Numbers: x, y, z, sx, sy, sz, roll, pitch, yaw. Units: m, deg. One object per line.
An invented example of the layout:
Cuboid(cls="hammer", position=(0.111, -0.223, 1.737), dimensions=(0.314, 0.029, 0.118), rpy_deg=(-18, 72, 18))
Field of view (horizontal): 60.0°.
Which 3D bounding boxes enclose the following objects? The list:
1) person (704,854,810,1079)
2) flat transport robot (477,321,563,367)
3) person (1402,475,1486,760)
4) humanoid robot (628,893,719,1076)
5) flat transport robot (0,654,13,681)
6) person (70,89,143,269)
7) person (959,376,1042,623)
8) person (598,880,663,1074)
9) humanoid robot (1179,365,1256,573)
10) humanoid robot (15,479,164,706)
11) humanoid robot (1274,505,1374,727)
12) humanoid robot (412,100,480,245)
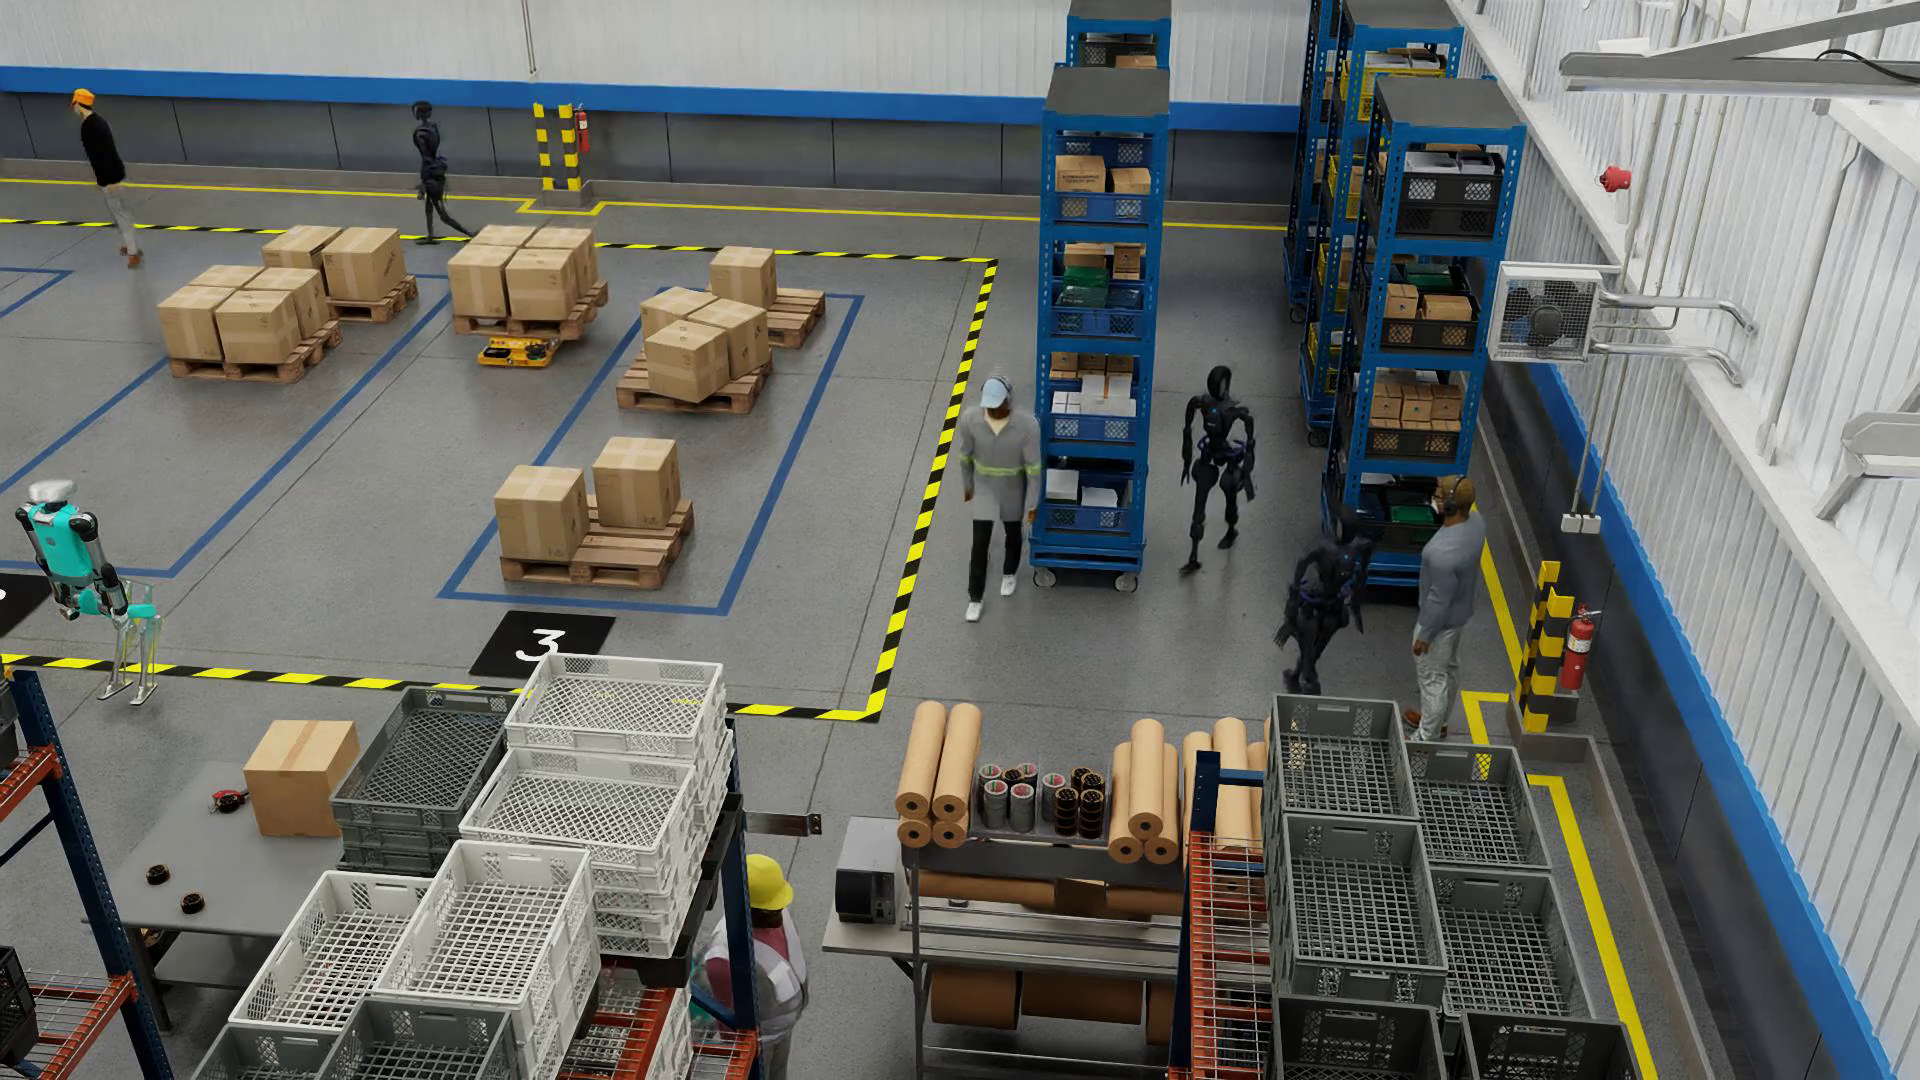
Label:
Cuboid(cls="person", position=(-0.873, 2.127, 7.466), dimensions=(0.404, 1.829, 0.599), rpy_deg=(11, 32, 18))
Cuboid(cls="flat transport robot", position=(-4.143, -2.070, 16.201), dimensions=(0.652, 0.197, 1.431), rpy_deg=(3, 30, 6))
Cuboid(cls="person", position=(2.946, 0.473, 10.202), dimensions=(0.369, 1.938, 0.628), rpy_deg=(18, 35, 29))
Cuboid(cls="humanoid robot", position=(-1.357, 1.937, 7.866), dimensions=(0.638, 1.778, 0.530), rpy_deg=(-19, 35, -30))
Cuboid(cls="flat transport robot", position=(-7.142, 0.969, 11.010), dimensions=(1.431, 0.231, 0.659), rpy_deg=(3, 30, 6))
Cuboid(cls="person", position=(-9.086, -3.833, 17.711), dimensions=(0.380, 1.843, 0.743), rpy_deg=(-11, 32, -18))
Cuboid(cls="person", position=(0.267, -0.303, 11.657), dimensions=(0.606, 1.813, 0.872), rpy_deg=(5, 31, 9))
Cuboid(cls="person", position=(-1.524, 1.893, 7.750), dimensions=(0.436, 1.943, 0.628), rpy_deg=(-25, 39, -36))
Cuboid(cls="humanoid robot", position=(1.926, -0.552, 12.273), dimensions=(0.590, 1.625, 0.792), rpy_deg=(16, 34, 26))
Cuboid(cls="humanoid robot", position=(-5.441, 0.258, 10.634), dimensions=(0.533, 1.681, 0.735), rpy_deg=(8, 31, 14))
Cuboid(cls="humanoid robot", position=(2.289, 0.445, 10.573), dimensions=(0.609, 1.614, 0.799), rpy_deg=(-11, 32, -17))
Cuboid(cls="humanoid robot", position=(-5.698, -3.976, 18.152), dimensions=(0.748, 1.647, 0.595), rpy_deg=(-2, 30, -3))
